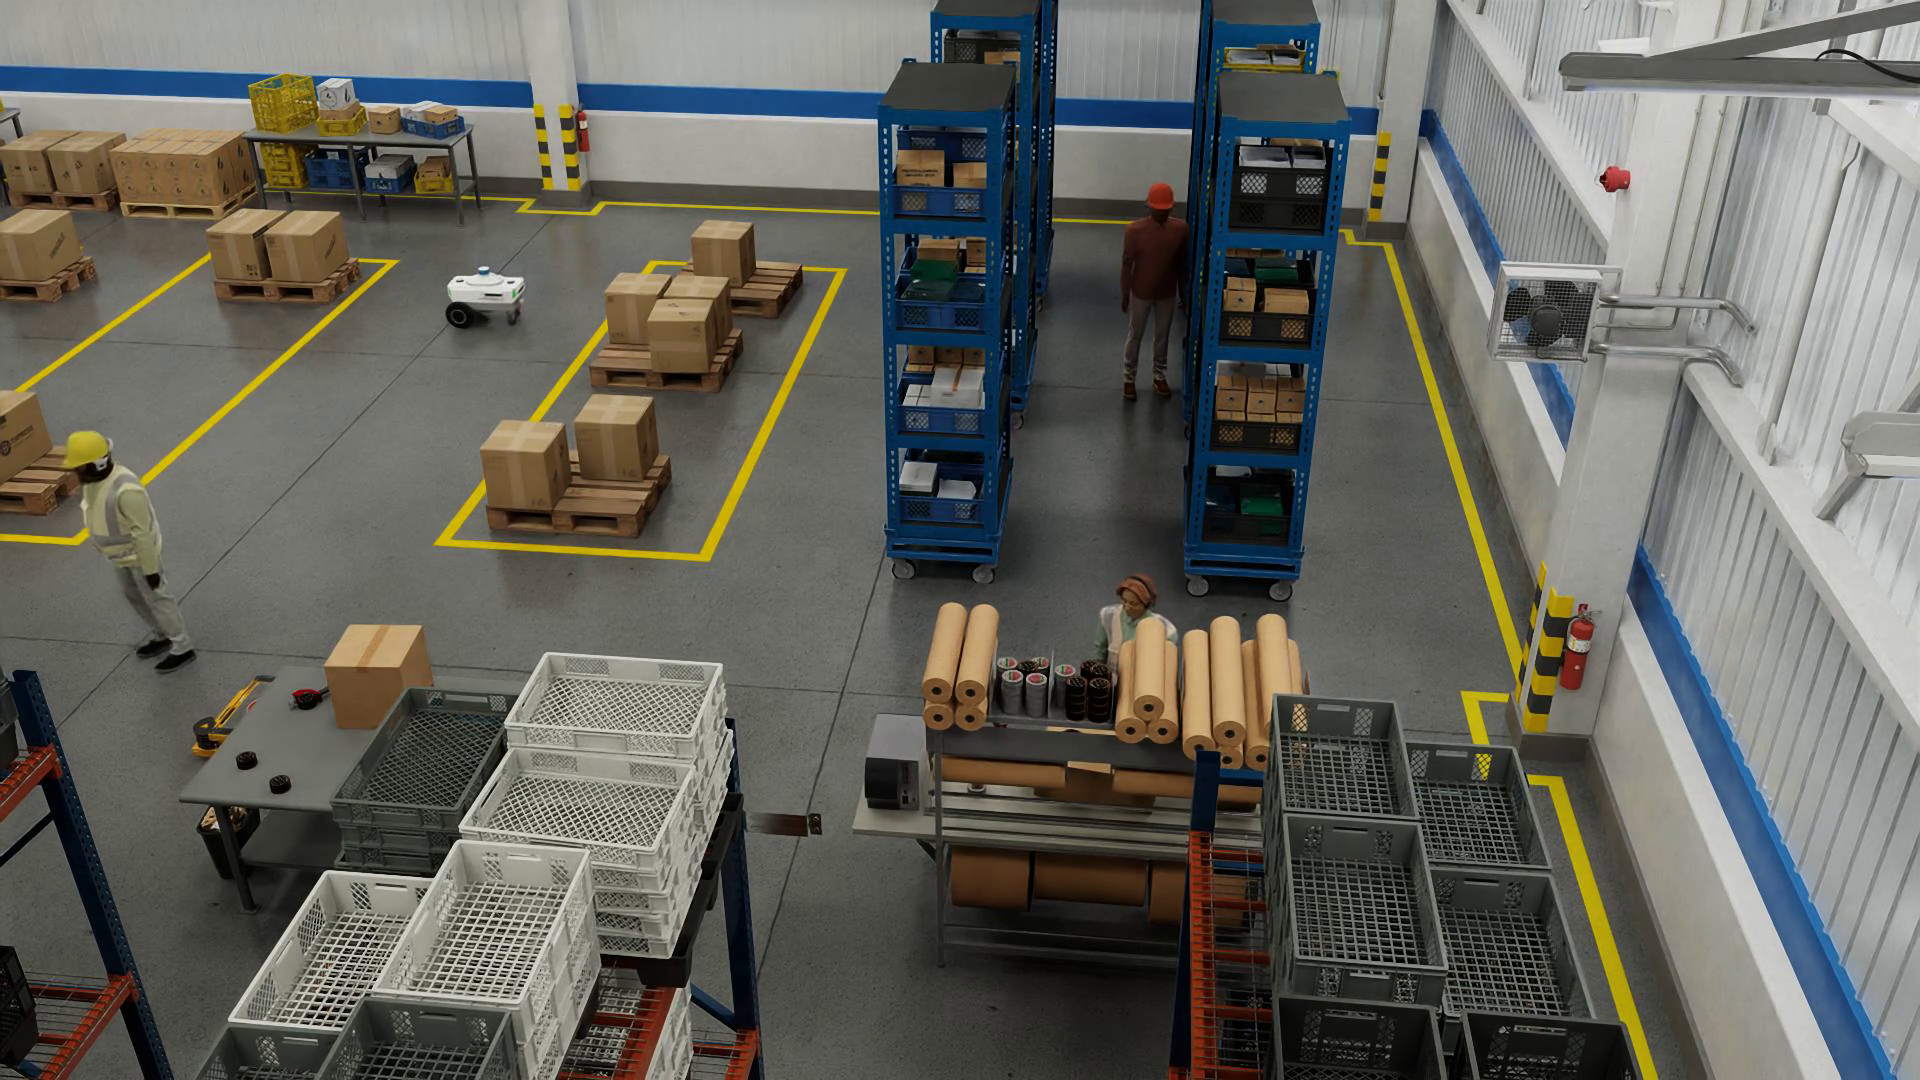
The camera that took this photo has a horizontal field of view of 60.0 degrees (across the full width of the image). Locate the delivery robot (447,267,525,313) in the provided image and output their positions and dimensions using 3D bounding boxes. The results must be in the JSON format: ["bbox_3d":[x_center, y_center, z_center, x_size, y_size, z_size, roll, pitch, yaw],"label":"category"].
[{"bbox_3d":[-4.696,-2.471,16.520,0.707,0.478,0.477,2,30,4],"label":"delivery robot"}]

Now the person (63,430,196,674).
[{"bbox_3d":[-5.504,0.070,11.006,0.612,1.814,0.426,22,37,32],"label":"person"}]

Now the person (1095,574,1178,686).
[{"bbox_3d":[1.019,0.904,9.749,0.516,1.636,0.312,17,34,27],"label":"person"}]

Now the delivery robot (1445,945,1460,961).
[{"bbox_3d":[2.630,2.000,8.834,0.707,0.478,0.477,-12,32,-21],"label":"delivery robot"}]

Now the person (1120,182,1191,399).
[{"bbox_3d":[1.726,-2.204,14.731,0.616,1.993,0.395,-5,31,-8],"label":"person"}]

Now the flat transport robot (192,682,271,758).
[{"bbox_3d":[-4.089,1.163,10.648,1.431,0.197,0.652,3,30,6],"label":"flat transport robot"}]
